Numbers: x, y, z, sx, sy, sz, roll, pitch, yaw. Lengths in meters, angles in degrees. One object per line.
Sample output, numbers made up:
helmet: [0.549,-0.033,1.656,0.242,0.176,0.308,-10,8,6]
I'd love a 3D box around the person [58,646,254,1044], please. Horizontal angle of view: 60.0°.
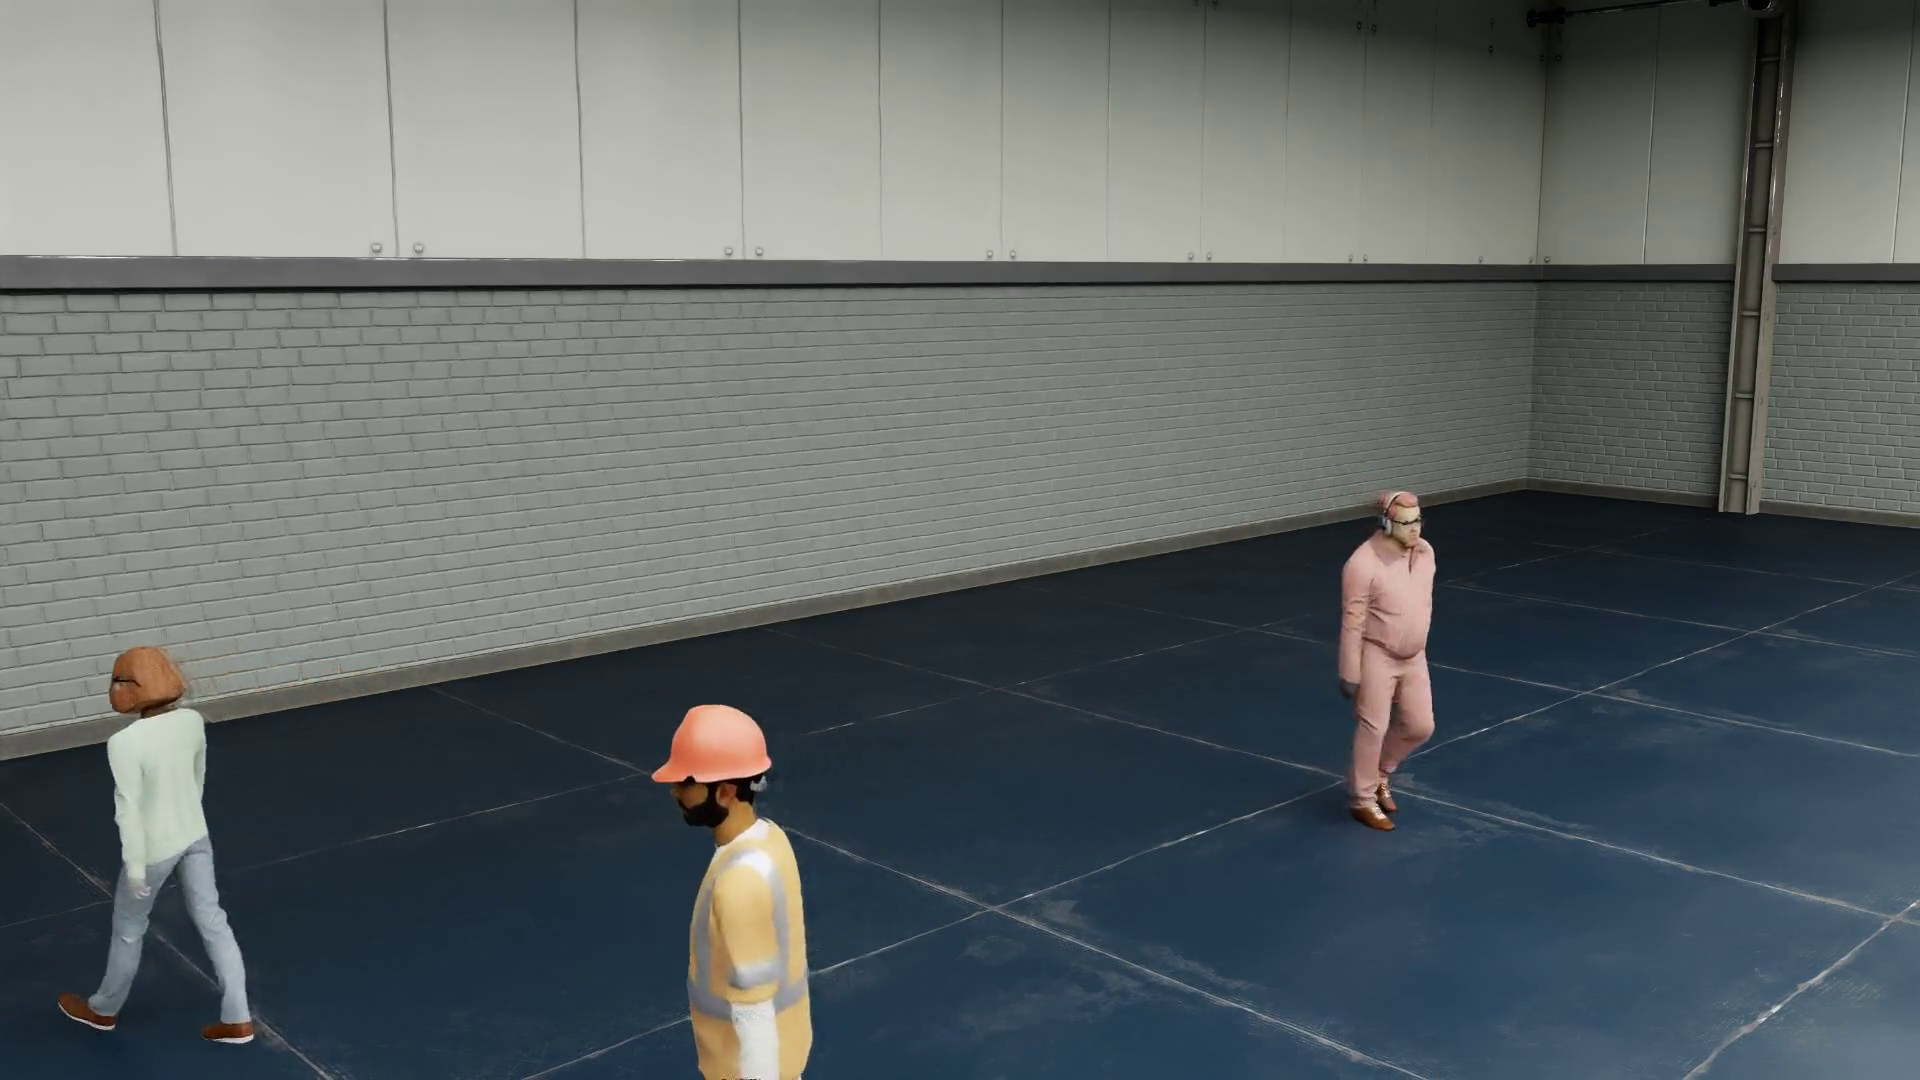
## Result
person: [-3.164,1.197,6.533,0.861,1.581,0.525,3,10,17]

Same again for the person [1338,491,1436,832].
person: [2.314,0.653,9.028,0.670,1.878,0.464,-6,11,-32]

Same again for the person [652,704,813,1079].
person: [-0.693,1.375,4.423,0.815,1.909,0.580,0,9,1]
